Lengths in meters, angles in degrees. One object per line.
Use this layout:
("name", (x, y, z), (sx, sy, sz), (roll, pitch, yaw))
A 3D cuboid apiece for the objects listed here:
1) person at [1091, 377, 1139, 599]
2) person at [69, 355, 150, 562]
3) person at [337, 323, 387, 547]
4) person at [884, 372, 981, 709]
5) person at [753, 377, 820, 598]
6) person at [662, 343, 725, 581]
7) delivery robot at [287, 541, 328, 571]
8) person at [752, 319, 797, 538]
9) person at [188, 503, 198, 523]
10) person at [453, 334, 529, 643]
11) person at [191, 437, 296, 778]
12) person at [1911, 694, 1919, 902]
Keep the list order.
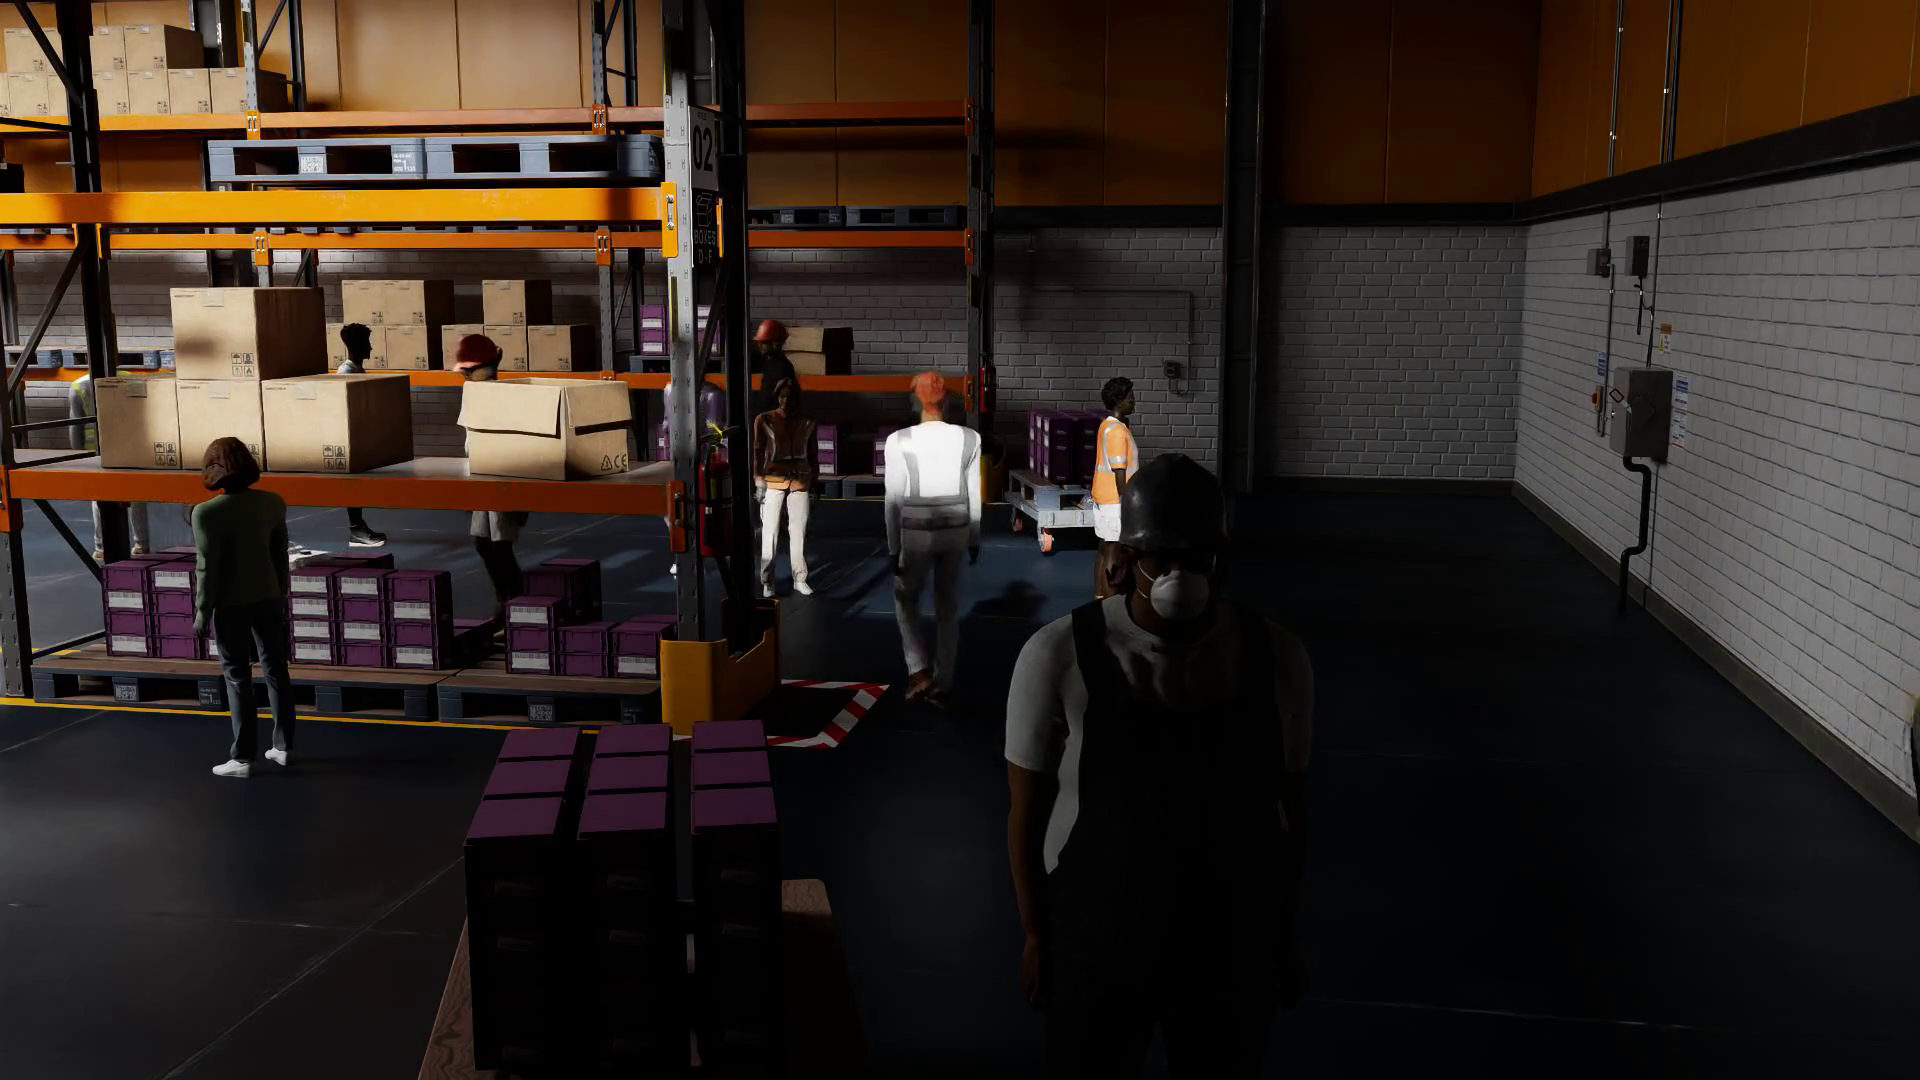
("person", (1.071, -0.271, 11.426), (0.320, 1.698, 0.531), (-1, 9, -5))
("person", (-7.088, -0.735, 13.900), (0.629, 1.837, 0.429), (-8, 12, -40))
("person", (-5.298, -0.928, 14.670), (0.367, 1.966, 0.603), (-2, 9, -14))
("person", (-0.149, 0.004, 9.199), (0.582, 1.869, 0.423), (-3, 10, -16))
("person", (-1.287, -0.391, 12.358), (0.512, 1.638, 0.312), (-4, 10, -23))
("person", (-2.093, -0.601, 12.922), (0.623, 1.878, 0.433), (5, 10, 28))
("delivery robot", (-4.865, 0.179, 11.878), (0.707, 0.478, 0.477), (4, 10, 22))
("person", (-1.701, -1.011, 15.130), (0.454, 1.983, 0.662), (-3, 10, -19))
("person", (-4.747, -0.296, 10.977), (0.525, 1.890, 0.569), (3, 10, 16))
("person", (-3.000, -0.329, 10.801), (0.665, 2.013, 0.546), (9, 13, 44))
("person", (-3.430, 0.320, 7.964), (0.281, 1.632, 0.499), (5, 11, 31))
("person", (2.329, 0.923, 3.599), (0.529, 1.831, 0.672), (-1, 9, -3))
